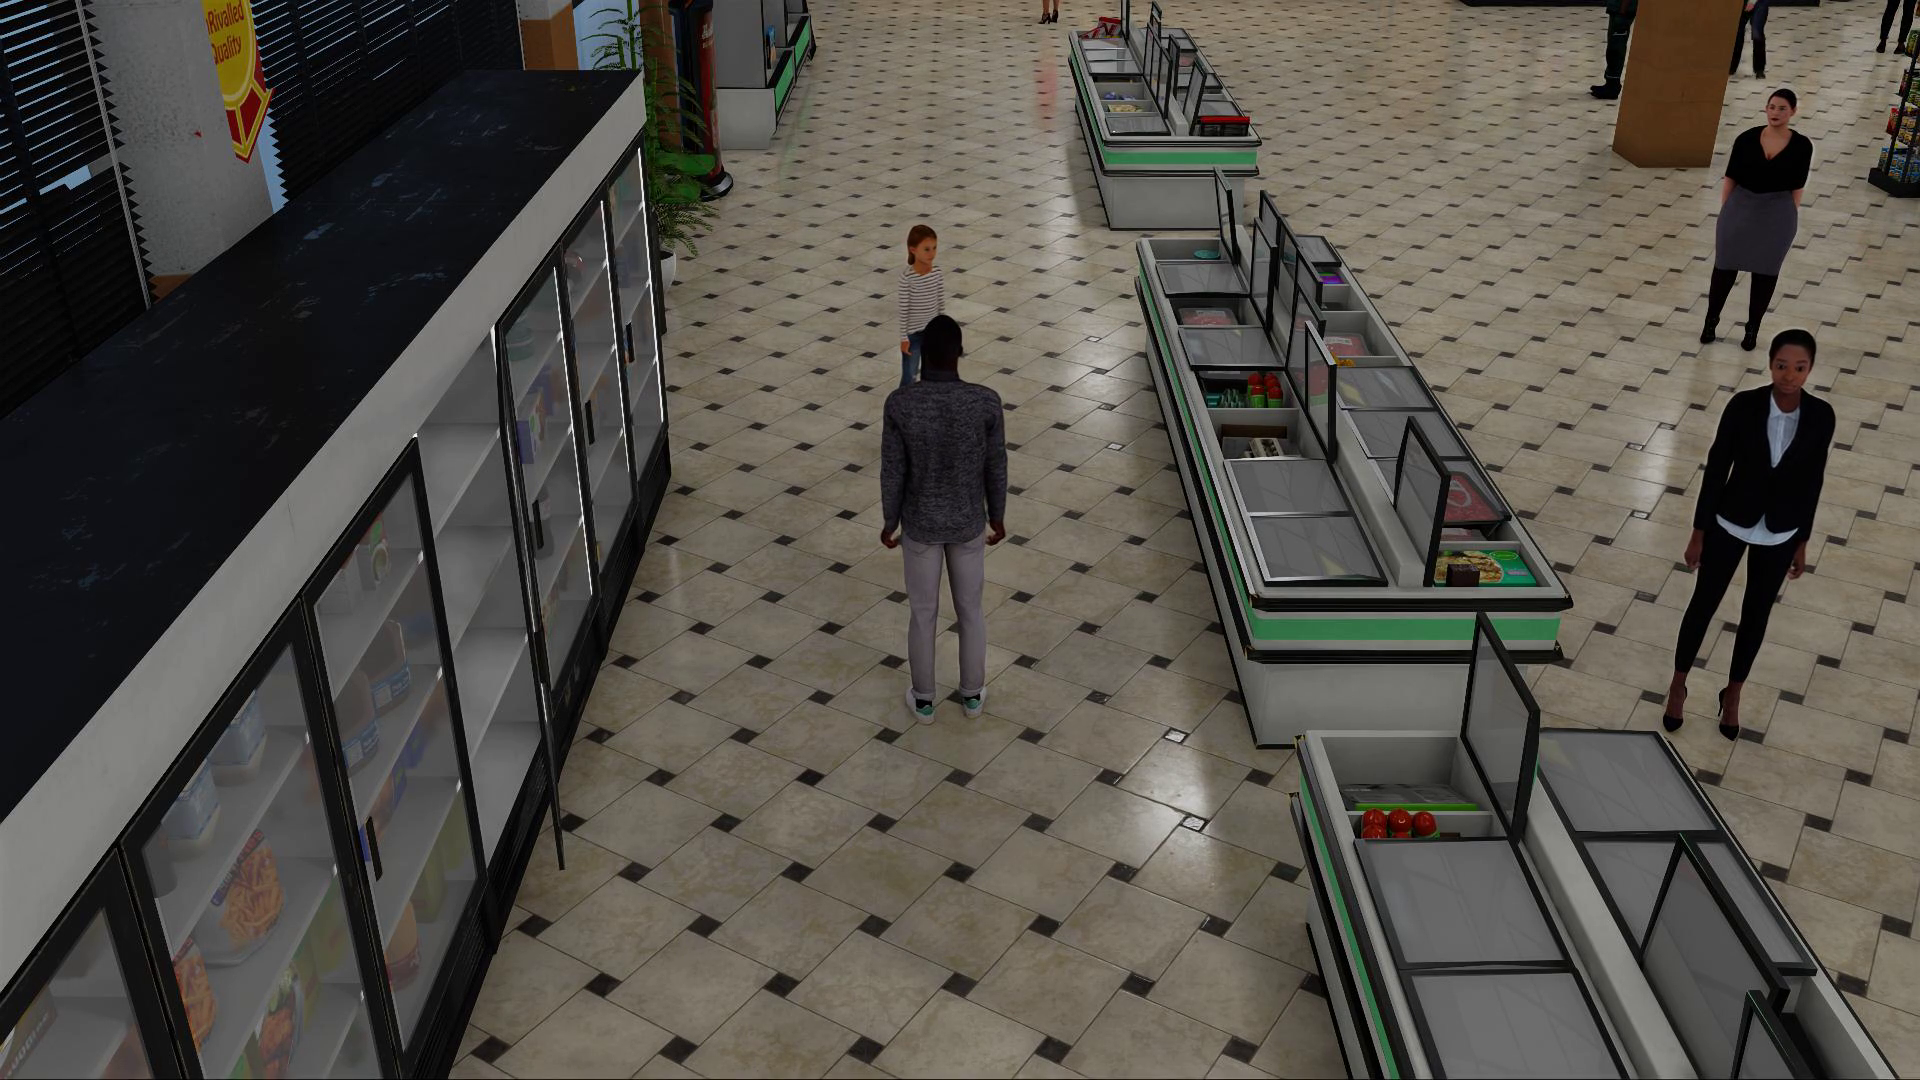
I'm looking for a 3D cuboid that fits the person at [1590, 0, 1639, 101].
[{"bbox_3d":[7.303,-5.819,18.337,0.817,1.840,0.663,8,28,16],"label":"person"}]

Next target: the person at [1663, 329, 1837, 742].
[{"bbox_3d":[3.256,0.005,6.859,0.670,1.834,0.627,8,28,15],"label":"person"}]

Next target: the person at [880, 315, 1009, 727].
[{"bbox_3d":[-0.070,-0.068,6.997,0.714,1.839,0.579,-3,27,-6],"label":"person"}]

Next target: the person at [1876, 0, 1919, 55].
[{"bbox_3d":[11.800,-7.013,20.714,0.744,1.819,0.759,18,32,31],"label":"person"}]

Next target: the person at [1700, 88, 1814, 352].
[{"bbox_3d":[5.367,-2.157,11.204,0.774,1.760,0.791,15,30,27],"label":"person"}]

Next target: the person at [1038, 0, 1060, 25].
[{"bbox_3d":[1.210,-7.932,22.627,0.666,1.728,0.717,-22,34,-36],"label":"person"}]

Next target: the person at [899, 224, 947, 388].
[{"bbox_3d":[-0.237,-1.226,9.862,0.560,1.313,0.610,-17,32,-30],"label":"person"}]

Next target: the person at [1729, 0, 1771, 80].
[{"bbox_3d":[9.224,-6.326,19.381,1.017,1.800,0.614,4,27,9],"label":"person"}]
